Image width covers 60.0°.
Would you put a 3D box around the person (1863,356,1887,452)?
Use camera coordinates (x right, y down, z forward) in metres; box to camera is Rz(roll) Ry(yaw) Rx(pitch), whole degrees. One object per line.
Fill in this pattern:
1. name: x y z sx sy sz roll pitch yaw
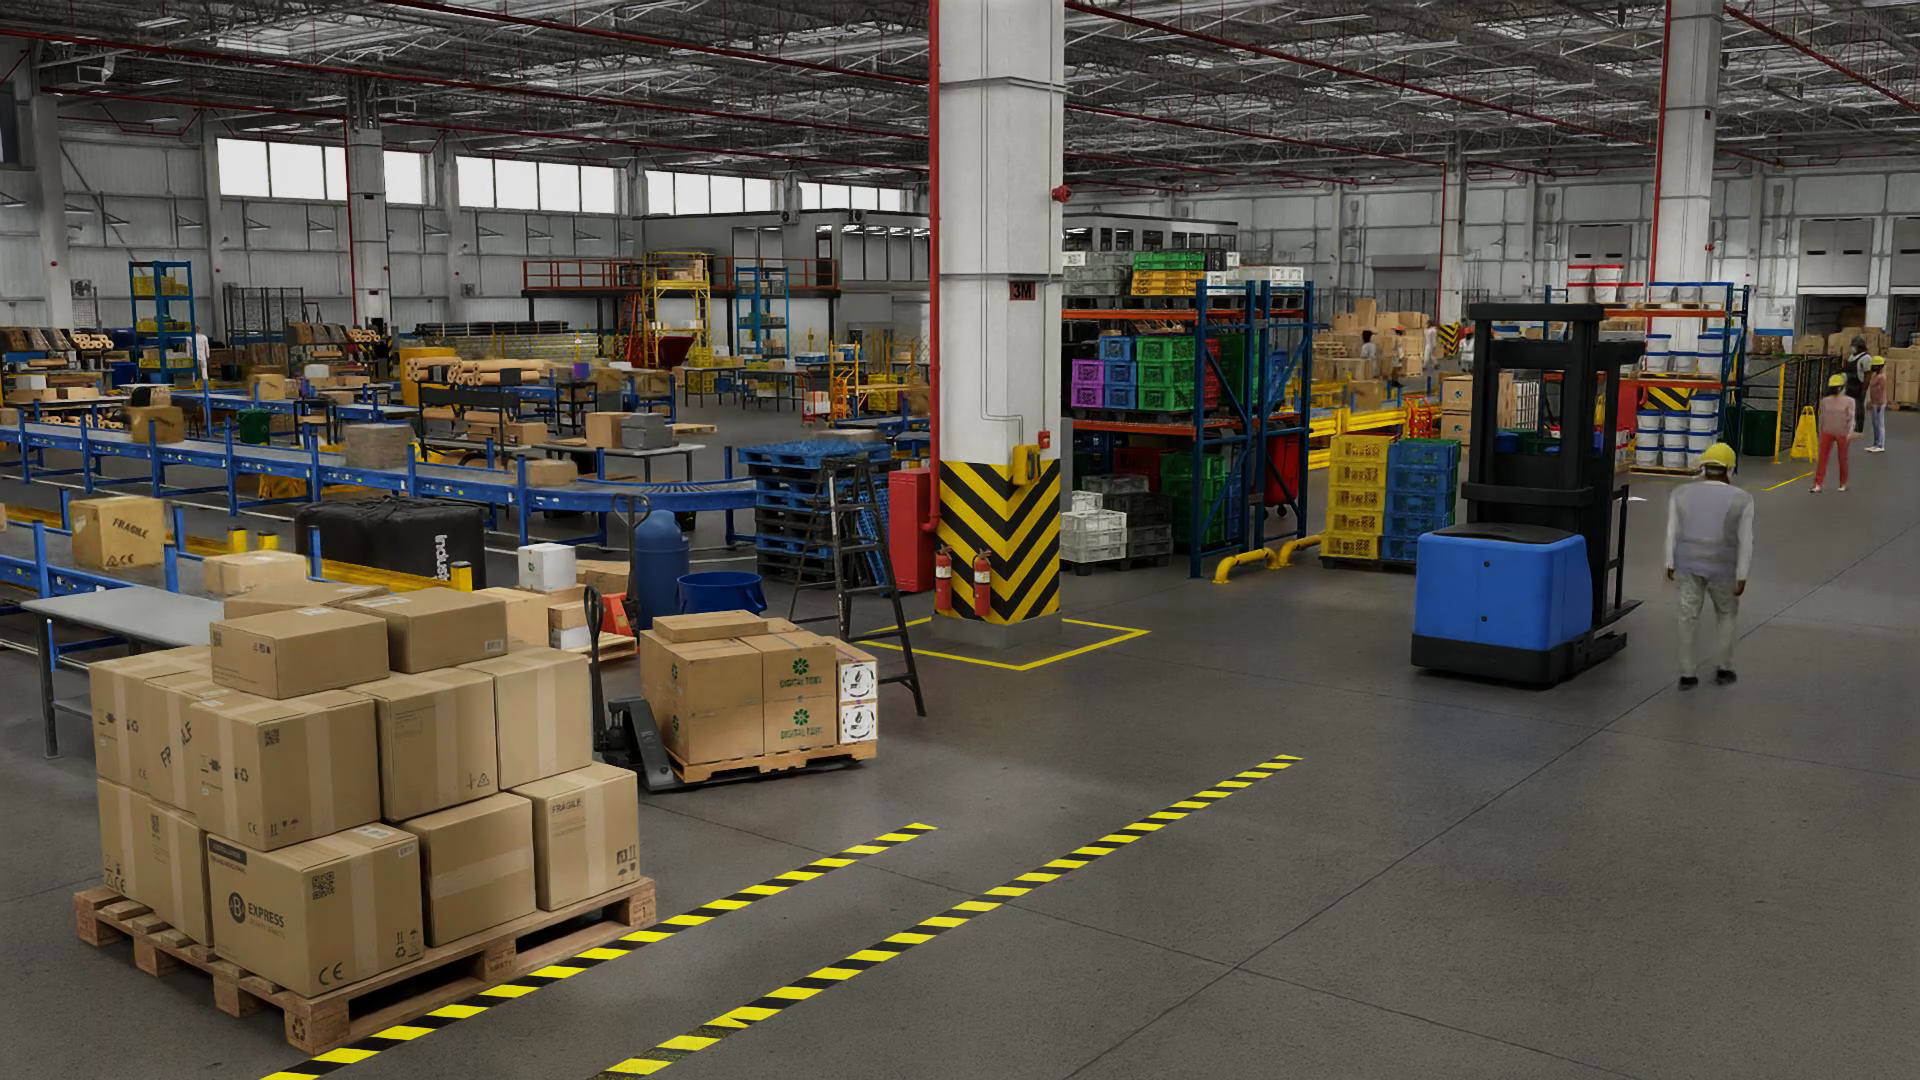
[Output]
1. person: 16.768 -2.487 30.445 0.349 1.758 0.522 2 9 14

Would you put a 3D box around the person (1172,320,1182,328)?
1. person: 8.954 -8.159 68.244 0.354 1.883 0.573 -7 11 -41

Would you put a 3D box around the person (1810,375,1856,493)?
1. person: 12.731 -1.540 24.189 0.893 1.725 0.526 -8 12 -44

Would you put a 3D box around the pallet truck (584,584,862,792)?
1. pallet truck: -1.426 0.805 10.019 1.601 1.201 0.680 -4 9 -26

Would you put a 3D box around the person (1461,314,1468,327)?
1. person: 24.452 -10.033 80.869 0.899 1.896 0.592 5 10 32

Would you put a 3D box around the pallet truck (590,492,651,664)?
1. pallet truck: -3.115 0.344 12.883 0.653 1.274 1.630 7 11 37

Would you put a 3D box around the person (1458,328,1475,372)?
1. person: 15.035 -5.340 49.244 0.561 1.884 0.980 4 9 25

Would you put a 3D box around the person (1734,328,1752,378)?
1. person: 26.758 -6.431 56.863 0.499 1.804 0.647 -7 11 -40

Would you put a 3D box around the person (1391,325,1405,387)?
1. person: 13.548 -5.689 51.423 0.378 1.932 0.551 -1 9 -9

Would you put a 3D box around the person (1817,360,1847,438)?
1. person: 17.345 -2.775 32.955 0.512 1.587 0.872 -2 9 -10

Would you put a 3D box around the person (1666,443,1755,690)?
1. person: 5.516 0.189 12.243 0.615 1.805 0.724 6 10 34

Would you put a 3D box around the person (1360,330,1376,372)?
1. person: 10.637 -4.527 43.535 0.613 1.945 0.411 -8 12 -44

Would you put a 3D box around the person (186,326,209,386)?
1. person: -23.533 -5.665 51.358 0.652 1.906 0.403 -4 9 -26

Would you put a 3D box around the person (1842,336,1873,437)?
1. person: 18.043 -3.098 33.600 0.538 2.000 0.690 -1 8 -5

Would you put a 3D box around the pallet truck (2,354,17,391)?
1. pallet truck: -24.881 -4.417 42.634 1.885 1.965 0.823 8 11 41

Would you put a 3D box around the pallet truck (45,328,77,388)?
1. pallet truck: -23.775 -4.544 43.495 1.885 1.965 0.823 6 10 35

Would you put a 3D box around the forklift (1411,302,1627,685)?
1. forklift: 4.379 -0.438 12.852 1.129 2.768 1.873 7 11 37

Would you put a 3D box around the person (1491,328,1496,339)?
1. person: 13.785 -4.548 43.526 0.395 1.994 0.612 2 9 11

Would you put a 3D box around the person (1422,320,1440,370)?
1. person: 17.763 -7.353 62.767 0.955 1.909 0.642 -3 9 -18
